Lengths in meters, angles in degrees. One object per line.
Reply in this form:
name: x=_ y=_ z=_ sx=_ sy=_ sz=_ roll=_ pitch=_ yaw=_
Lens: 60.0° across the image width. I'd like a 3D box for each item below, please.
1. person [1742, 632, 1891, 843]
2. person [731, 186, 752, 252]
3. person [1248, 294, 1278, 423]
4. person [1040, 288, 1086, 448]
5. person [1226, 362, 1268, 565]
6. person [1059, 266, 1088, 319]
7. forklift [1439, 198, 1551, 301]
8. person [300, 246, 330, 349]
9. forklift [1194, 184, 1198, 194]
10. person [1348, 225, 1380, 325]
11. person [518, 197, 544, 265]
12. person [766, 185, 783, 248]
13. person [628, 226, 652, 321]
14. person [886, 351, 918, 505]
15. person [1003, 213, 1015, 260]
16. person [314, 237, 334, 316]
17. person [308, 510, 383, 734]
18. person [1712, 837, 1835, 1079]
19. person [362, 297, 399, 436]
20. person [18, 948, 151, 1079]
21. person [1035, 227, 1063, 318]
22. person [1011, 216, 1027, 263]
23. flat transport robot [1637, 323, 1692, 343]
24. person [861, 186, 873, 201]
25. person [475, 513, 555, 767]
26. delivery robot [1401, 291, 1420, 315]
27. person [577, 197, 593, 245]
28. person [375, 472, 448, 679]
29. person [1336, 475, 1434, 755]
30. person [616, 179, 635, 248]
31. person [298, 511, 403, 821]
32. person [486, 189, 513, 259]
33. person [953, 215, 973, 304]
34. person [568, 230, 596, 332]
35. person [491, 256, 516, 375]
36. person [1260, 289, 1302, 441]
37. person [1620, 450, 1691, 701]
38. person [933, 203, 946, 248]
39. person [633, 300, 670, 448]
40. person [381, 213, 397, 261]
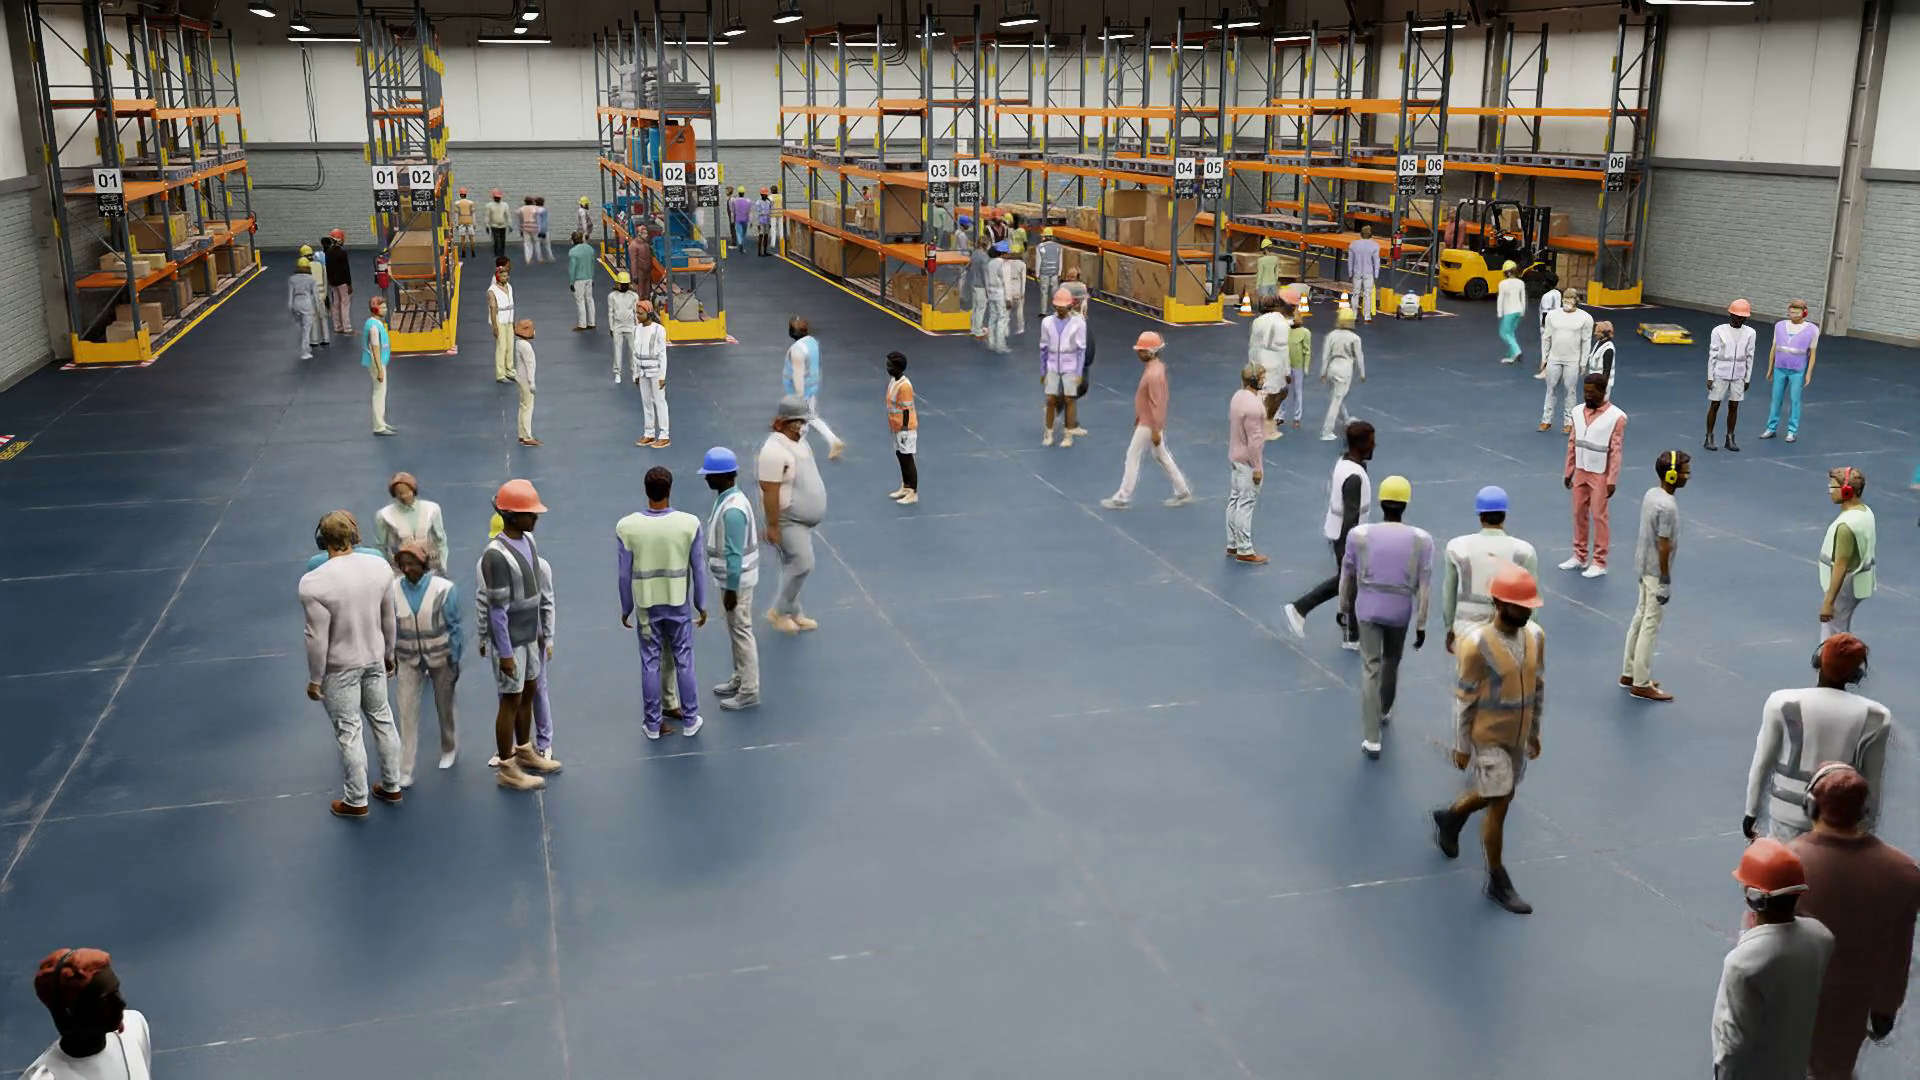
person: x=4.184 y=1.374 z=8.142 sx=0.594 sy=1.857 sz=0.682 roll=4 pitch=15 yaw=15
person: x=-6.273 y=-9.213 z=47.879 sx=0.602 sy=1.902 sz=0.752 roll=-3 pitch=15 yaw=-11
person: x=4.055 y=-2.362 z=22.207 sx=0.624 sy=1.844 sz=0.429 roll=-13 pitch=20 yaw=-41
person: x=1.291 y=-2.181 z=21.146 sx=0.618 sy=2.040 sz=0.391 roll=6 pitch=16 yaw=21
person: x=2.757 y=-0.741 z=15.920 sx=0.371 sy=1.941 sz=0.627 roll=-2 pitch=15 yaw=-8
person: x=1.885 y=-3.732 z=27.744 sx=0.513 sy=1.642 sz=0.313 roll=8 pitch=17 yaw=27
forklift: x=11.913 y=-6.508 z=37.130 sx=2.313 sy=2.155 sz=1.214 roll=-4 pitch=15 yaw=-15
person: x=-11.525 y=-4.317 z=29.596 sx=0.404 sy=1.824 sz=0.586 roll=9 pitch=17 yaw=30
forklift: x=7.392 y=-11.333 z=53.972 sx=1.873 sy=2.768 sz=1.129 roll=-4 pitch=15 yaw=-15
person: x=7.952 y=-5.218 z=32.768 sx=0.638 sy=1.938 sz=0.357 roll=9 pitch=17 yaw=30
person: x=-11.507 y=-8.287 z=44.601 sx=0.636 sy=1.796 sz=0.868 roll=1 pitch=15 yaw=3
person: x=-5.510 y=-9.663 z=49.682 sx=0.628 sy=1.842 sz=0.429 roll=-10 pitch=18 yaw=-32
person: x=-6.320 y=-5.284 z=33.108 sx=0.400 sy=1.900 sz=0.649 roll=5 pitch=16 yaw=18
person: x=-0.639 y=-1.233 z=18.263 sx=0.324 sy=1.688 sz=0.536 roll=-4 pitch=16 yaw=-16
person: x=1.063 y=-6.550 z=38.011 sx=0.404 sy=1.824 sz=0.586 roll=-3 pitch=15 yaw=-12
person: x=-12.675 y=-5.258 z=33.408 sx=0.538 sy=1.679 sz=0.599 roll=-5 pitch=16 yaw=-17
person: x=-4.206 y=0.587 z=11.504 sx=0.500 sy=1.636 sz=0.280 roll=-8 pitch=17 yaw=-28
person: x=2.950 y=1.938 z=6.196 sx=0.568 sy=1.748 sz=0.340 roll=-10 pitch=18 yaw=-33
person: x=-7.692 y=-2.292 z=21.964 sx=0.390 sy=1.837 sz=0.560 roll=-5 pitch=16 yaw=-17
person: x=-2.642 y=2.139 z=5.188 sx=0.355 sy=1.884 sz=0.575 roll=1 pitch=15 yaw=5
person: x=1.786 y=-5.415 z=33.708 sx=0.586 sy=1.835 sz=0.403 roll=-5 pitch=16 yaw=-18
person: x=1.334 y=-6.764 z=39.110 sx=0.612 sy=1.668 sz=0.346 roll=12 pitch=19 yaw=38
flat transport robot: x=13.029 y=-3.836 z=30.762 sx=0.652 sy=0.197 sz=1.431 roll=3 pitch=15 yaw=10
person: x=-2.753 y=-9.546 z=49.222 sx=0.518 sy=1.854 sz=0.355 roll=13 pitch=20 yaw=40
person: x=-2.939 y=0.654 z=11.004 sx=0.533 sy=1.768 sz=0.310 roll=2 pitch=15 yaw=7
delivery robot: x=9.141 y=-4.812 z=33.713 sx=0.477 sy=0.478 sz=0.707 roll=5 pitch=16 yaw=17
person: x=-9.911 y=-8.162 z=44.047 sx=0.404 sy=1.830 sz=0.602 roll=-5 pitch=16 yaw=-18
person: x=-4.193 y=0.263 z=12.800 sx=0.505 sy=1.583 sz=0.870 roll=-10 pitch=18 yaw=-32
person: x=2.915 y=0.480 z=11.468 sx=0.607 sy=1.867 sz=1.001 roll=3 pitch=15 yaw=11
person: x=-9.988 y=-9.736 z=49.573 sx=0.689 sy=2.000 sz=0.539 roll=-3 pitch=15 yaw=-13
person: x=-3.736 y=0.771 z=10.239 sx=0.352 sy=1.933 sz=0.634 roll=10 pitch=18 yaw=34
person: x=-12.440 y=-8.477 z=44.980 sx=0.647 sy=1.958 sz=0.812 roll=-9 pitch=17 yaw=-31
person: x=0.047 y=-6.087 z=36.072 sx=0.422 sy=1.933 sz=0.670 roll=-2 pitch=15 yaw=-7
person: x=-7.218 y=-4.942 z=31.754 sx=0.378 sy=1.929 sz=0.635 roll=9 pitch=17 yaw=30
person: x=-7.364 y=-3.609 z=26.777 sx=0.394 sy=1.910 sz=0.581 roll=-6 pitch=16 yaw=-21
person: x=4.093 y=-2.238 z=21.438 sx=0.560 sy=1.997 sz=0.646 roll=0 pitch=15 yaw=-1
person: x=5.171 y=0.248 z=12.331 sx=0.329 sy=1.871 sz=0.513 roll=2 pitch=15 yaw=7
person: x=-0.599 y=-8.793 z=46.840 sx=0.512 sy=1.620 sz=0.321 roll=13 pitch=20 yaw=41
person: x=-3.951 y=-2.113 z=21.212 sx=0.576 sy=1.879 sz=0.356 roll=11 pitch=18 yaw=35
person: x=-14.510 y=-7.771 z=42.266 sx=0.395 sy=1.994 sz=0.613 roll=9 pitch=18 yaw=31
